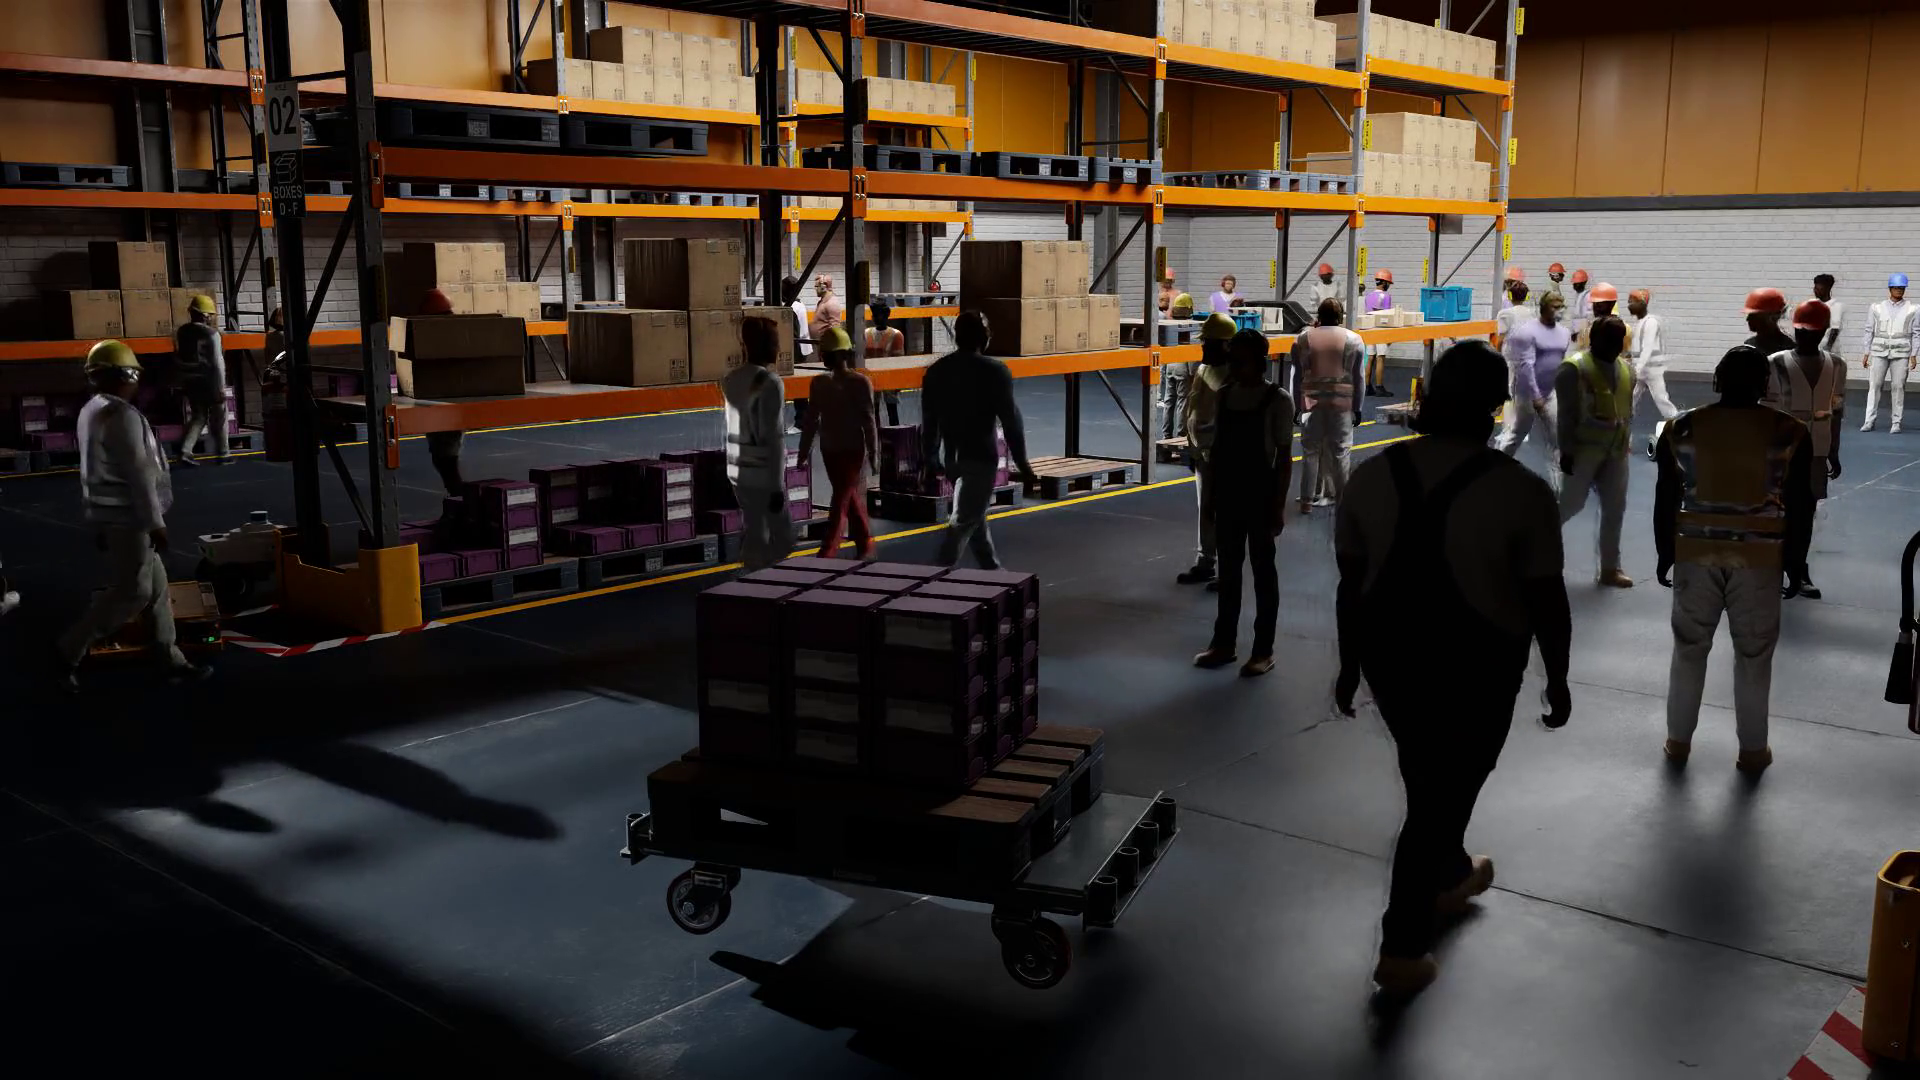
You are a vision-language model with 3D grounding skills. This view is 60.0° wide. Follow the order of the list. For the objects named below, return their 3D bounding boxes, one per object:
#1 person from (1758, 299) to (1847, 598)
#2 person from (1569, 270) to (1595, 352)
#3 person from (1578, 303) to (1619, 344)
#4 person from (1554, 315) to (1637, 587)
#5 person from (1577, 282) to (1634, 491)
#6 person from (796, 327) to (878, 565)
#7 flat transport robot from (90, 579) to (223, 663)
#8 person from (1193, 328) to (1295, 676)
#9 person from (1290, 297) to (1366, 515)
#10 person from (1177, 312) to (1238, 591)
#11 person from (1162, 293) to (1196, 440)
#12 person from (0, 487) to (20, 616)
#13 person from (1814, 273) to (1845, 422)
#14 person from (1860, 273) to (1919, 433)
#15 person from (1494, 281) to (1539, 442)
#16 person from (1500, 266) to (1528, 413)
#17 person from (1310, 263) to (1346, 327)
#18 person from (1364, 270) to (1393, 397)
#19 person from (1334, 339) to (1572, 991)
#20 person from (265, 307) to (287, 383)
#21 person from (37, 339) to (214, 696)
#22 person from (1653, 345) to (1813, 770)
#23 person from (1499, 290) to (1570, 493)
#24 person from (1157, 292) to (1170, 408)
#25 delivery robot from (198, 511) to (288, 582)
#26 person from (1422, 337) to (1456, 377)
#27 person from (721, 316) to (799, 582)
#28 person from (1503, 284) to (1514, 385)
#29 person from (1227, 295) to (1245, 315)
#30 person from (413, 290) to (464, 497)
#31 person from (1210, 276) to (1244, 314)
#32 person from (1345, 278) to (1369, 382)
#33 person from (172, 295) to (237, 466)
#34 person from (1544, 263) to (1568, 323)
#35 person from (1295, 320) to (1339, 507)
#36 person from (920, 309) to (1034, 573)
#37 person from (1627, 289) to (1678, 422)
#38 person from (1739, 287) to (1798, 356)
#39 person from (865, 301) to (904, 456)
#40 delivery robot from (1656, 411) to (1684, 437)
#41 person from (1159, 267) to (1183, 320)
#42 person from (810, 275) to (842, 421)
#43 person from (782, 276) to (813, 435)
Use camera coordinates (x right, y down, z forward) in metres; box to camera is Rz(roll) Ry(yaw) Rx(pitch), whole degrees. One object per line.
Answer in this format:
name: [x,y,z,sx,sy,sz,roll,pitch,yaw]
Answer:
person: [5.410,-0.580,10.714,0.552,1.932,0.365,0,10,2]
person: [9.914,-3.346,26.593,0.641,1.902,0.637,-1,10,-4]
person: [6.322,-1.495,16.398,0.526,1.768,0.331,-2,10,-12]
person: [4.271,-0.624,11.299,0.623,1.814,0.788,-3,10,-15]
person: [5.945,-1.418,15.470,0.375,1.939,0.546,-7,12,-36]
person: [-0.863,-0.596,11.412,0.551,1.713,0.912,7,12,36]
flat transport robot: [-4.664,0.441,9.631,0.652,0.197,1.431,-5,11,-26]
person: [1.519,-0.202,8.832,0.504,1.839,0.344,10,14,44]
person: [3.102,-1.121,14.058,0.625,1.844,0.429,3,10,15]
person: [1.702,-0.582,11.009,0.404,1.835,0.589,-5,11,-26]
person: [2.515,-1.922,18.898,0.308,1.743,0.494,-7,12,-35]
person: [-5.982,-0.393,9.950,0.554,1.824,0.872,-2,10,-12]
person: [11.151,-2.478,21.545,0.692,1.952,0.643,-2,10,-11]
person: [11.382,-2.280,20.342,0.614,1.949,0.382,7,12,35]
person: [6.472,-2.071,19.390,0.526,1.869,0.315,0,10,-2]
person: [7.372,-2.725,22.718,0.776,2.018,0.612,3,10,14]
person: [6.662,-3.998,30.059,0.658,1.980,1.078,5,11,24]
person: [6.387,-3.139,25.301,0.379,1.927,0.542,-5,11,-24]
person: [1.551,0.330,5.228,0.694,2.000,1.059,9,13,41]
person: [-7.271,-1.689,17.915,0.500,1.629,0.272,7,12,34]
person: [-4.275,-0.109,8.413,0.770,1.800,0.625,-8,13,-39]
person: [3.338,0.079,7.225,0.626,1.844,0.429,6,11,29]
person: [5.215,-1.302,14.987,0.621,1.891,1.024,-4,11,-22]
person: [2.843,-2.697,23.620,0.284,1.633,0.498,-2,10,-9]
delivery robot: [-4.514,0.056,10.751,0.707,0.478,0.477,-7,12,-33]
person: [8.189,-3.482,28.188,0.816,1.602,0.522,-1,10,-8]
person: [-1.195,-0.357,9.620,0.495,1.871,0.597,-8,13,-39]
person: [8.988,-3.375,27.369,0.402,1.662,0.575,0,10,-1]
person: [3.761,-2.522,22.673,0.544,1.623,0.517,1,10,3]
person: [-4.022,-0.982,13.062,0.526,1.940,0.565,-8,13,-38]
person: [4.444,-3.470,27.594,0.556,1.790,0.931,-1,10,-3]
person: [6.613,-3.474,27.677,0.532,1.765,0.328,-2,10,-14]
person: [-7.747,-1.621,17.086,0.637,1.780,0.679,3,11,19]
person: [10.255,-3.776,28.746,0.398,1.991,0.632,5,11,27]
person: [3.184,-1.115,14.588,0.307,1.644,0.512,-3,10,-15]
person: [0.092,-0.480,10.298,0.628,1.882,1.039,9,13,42]
person: [7.550,-1.813,18.121,0.962,1.839,0.595,0,10,0]
person: [5.910,-0.855,12.153,0.566,1.977,0.634,-1,10,-6]
person: [-0.851,-1.744,18.036,0.533,1.690,0.320,5,11,27]
delivery robot: [7.555,-1.100,17.332,0.477,0.478,0.707,0,10,-1]
person: [3.321,-3.457,27.043,0.632,1.959,0.970,0,10,-1]
person: [-1.766,-2.522,21.864,0.403,1.904,0.637,-2,10,-14]
person: [-1.988,-2.229,20.154,0.399,1.918,0.590,0,10,2]
